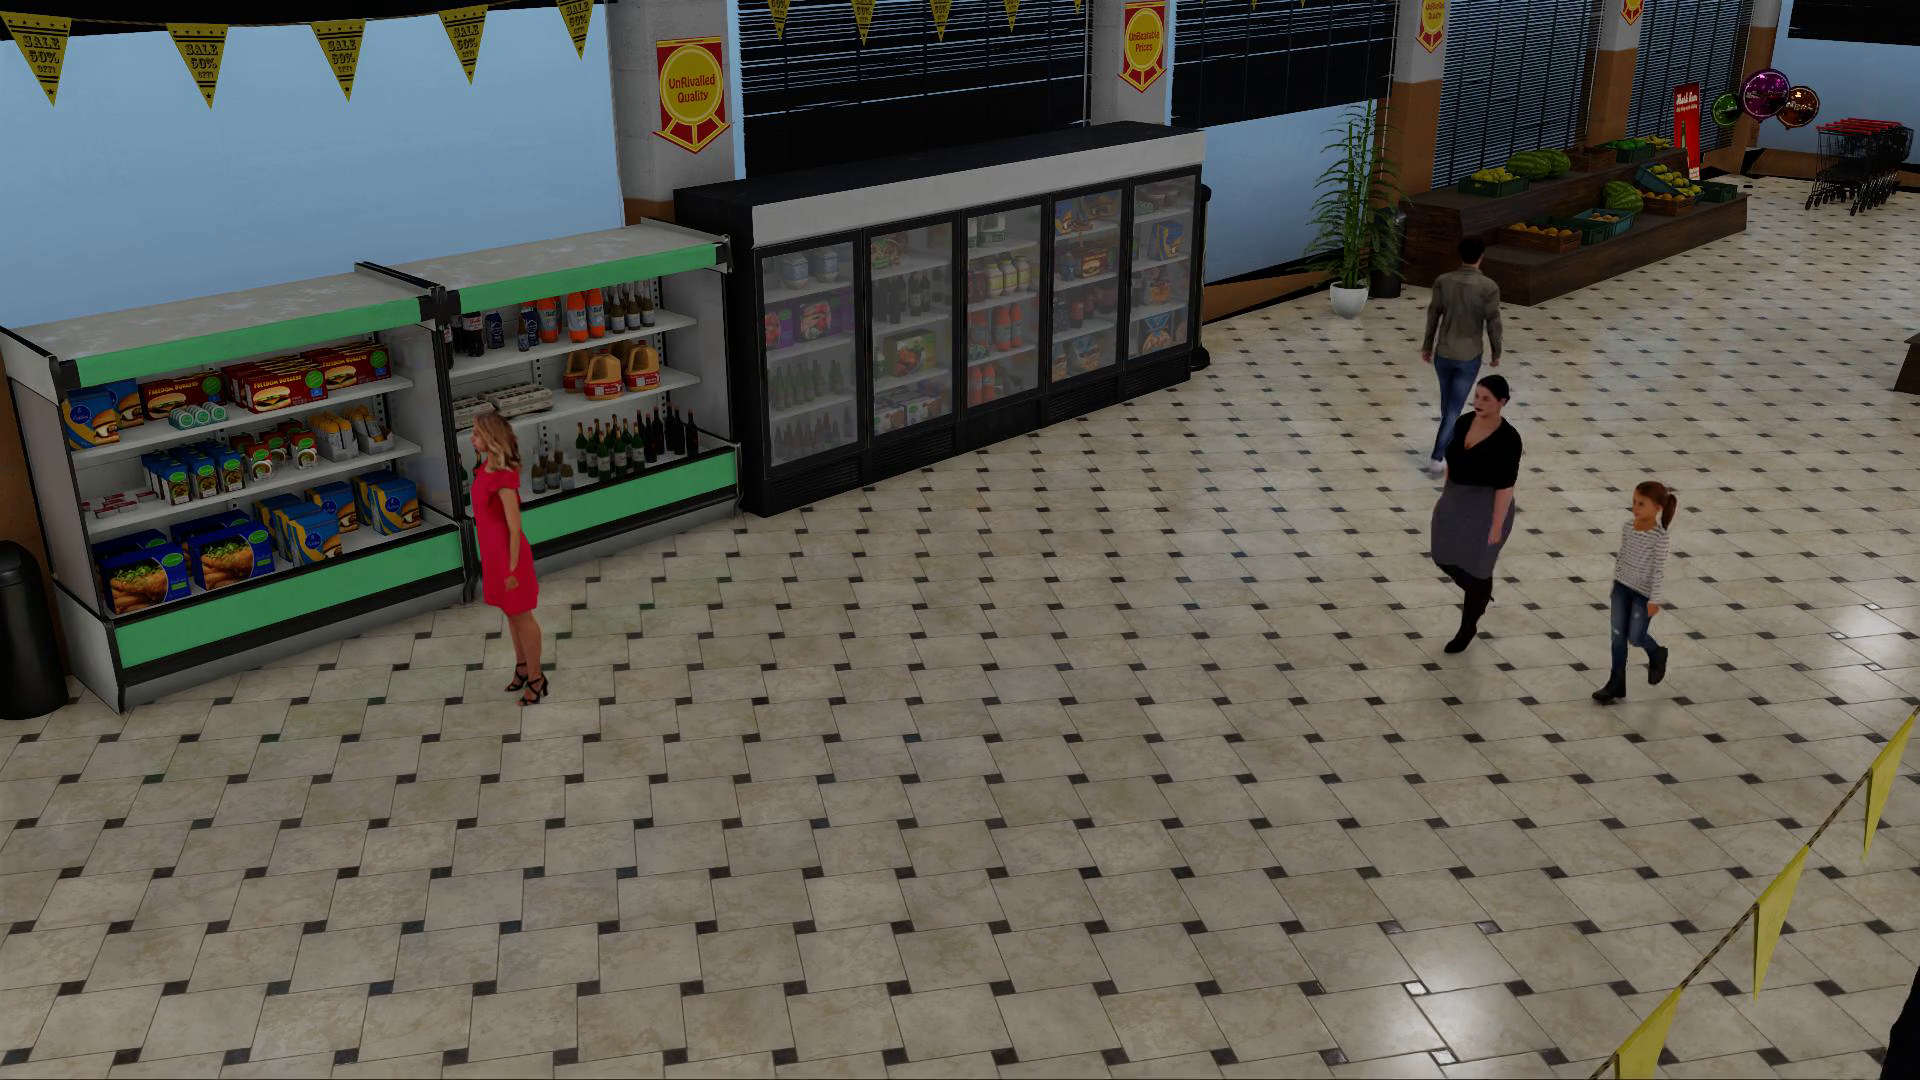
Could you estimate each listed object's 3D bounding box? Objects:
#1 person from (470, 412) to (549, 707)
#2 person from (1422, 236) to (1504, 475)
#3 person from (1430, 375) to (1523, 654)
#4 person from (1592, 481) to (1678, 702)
[{"bbox_3d":[-2.523,0.097,9.312,0.621,1.728,0.627,-12,25,-27],"label":"person"},{"bbox_3d":[3.834,-1.395,12.910,0.800,1.814,1.170,16,27,35],"label":"person"},{"bbox_3d":[3.137,-0.160,9.931,0.858,1.744,0.779,-12,25,-27],"label":"person"},{"bbox_3d":[3.868,0.295,9.389,0.808,1.305,0.616,-11,24,-25],"label":"person"}]
